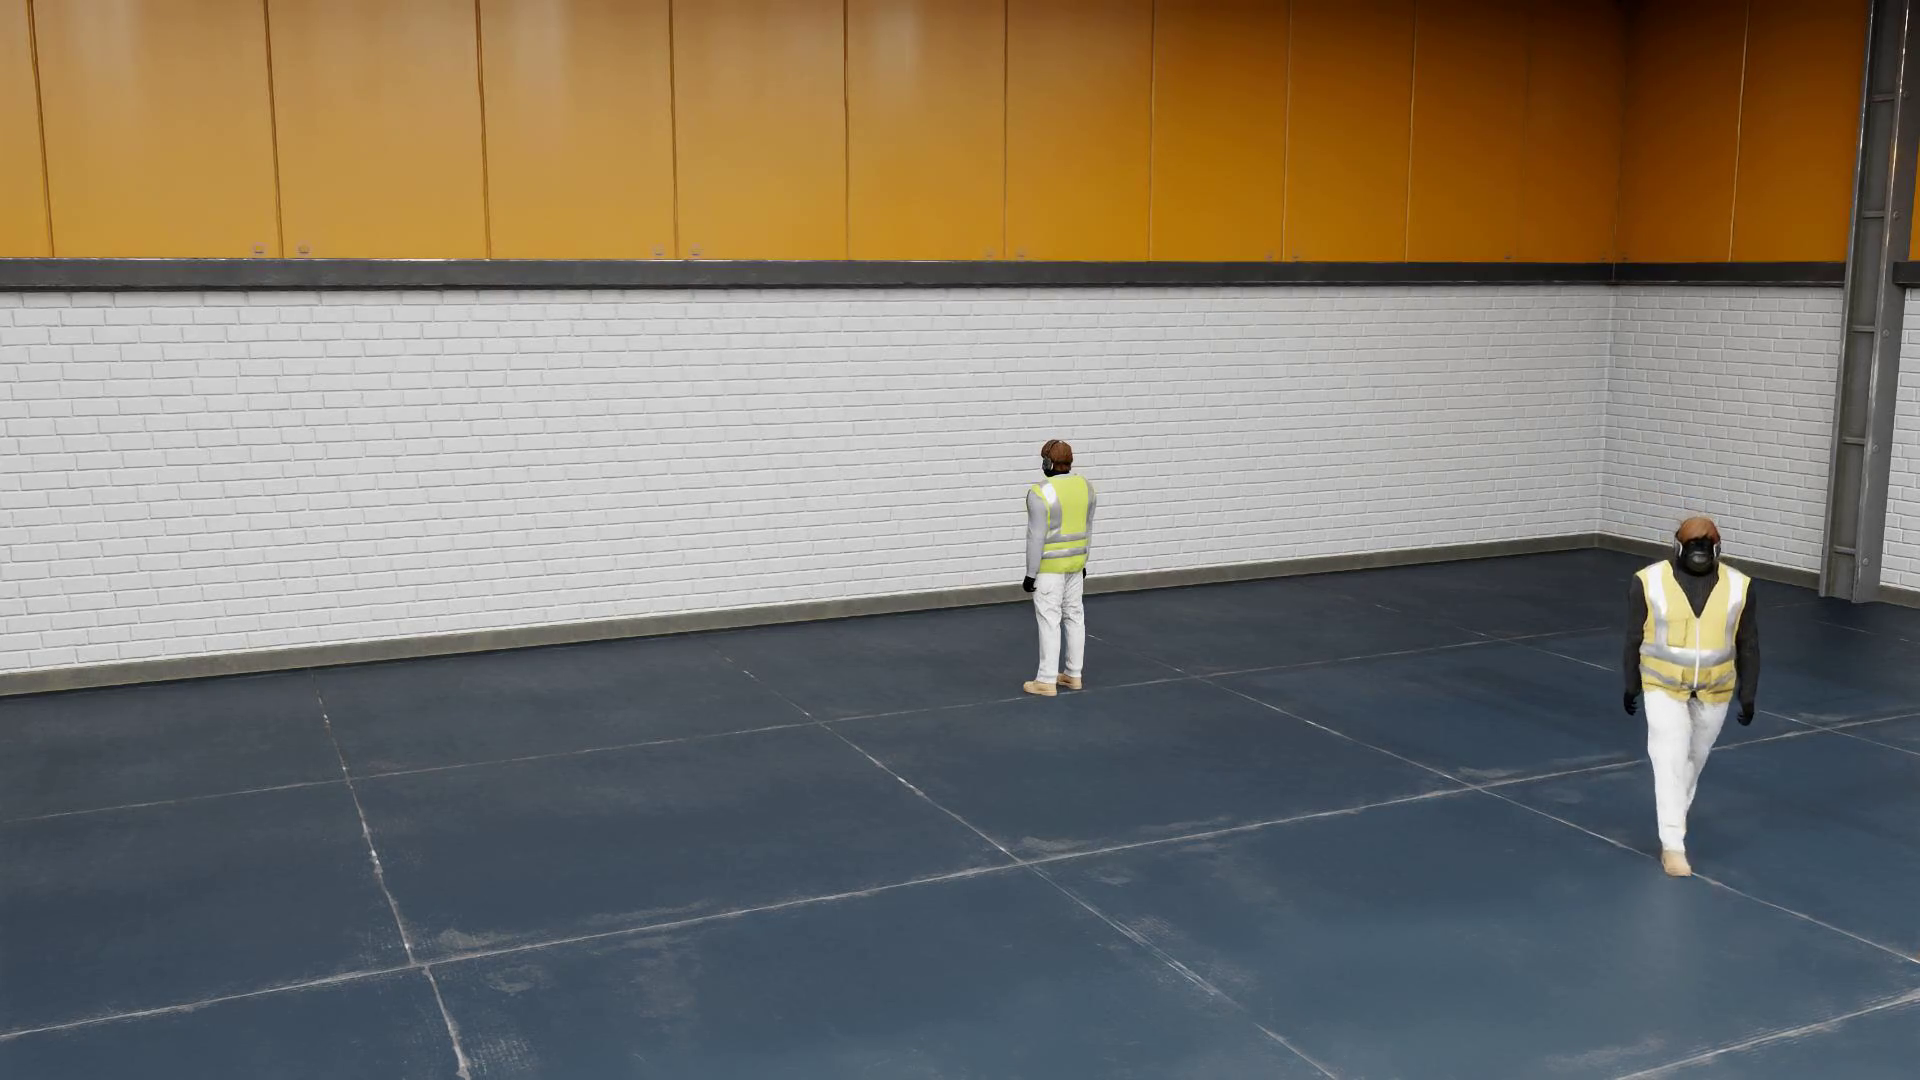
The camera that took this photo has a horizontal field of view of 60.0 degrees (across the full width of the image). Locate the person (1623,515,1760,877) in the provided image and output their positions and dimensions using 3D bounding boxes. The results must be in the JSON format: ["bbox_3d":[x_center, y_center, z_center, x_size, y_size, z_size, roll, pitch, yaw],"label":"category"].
[{"bbox_3d":[3.794,0.750,8.668,0.637,1.805,0.939,2,9,12],"label":"person"}]

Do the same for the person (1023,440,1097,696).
[{"bbox_3d":[0.686,0.196,11.970,0.625,1.844,0.429,-8,12,-42],"label":"person"}]
